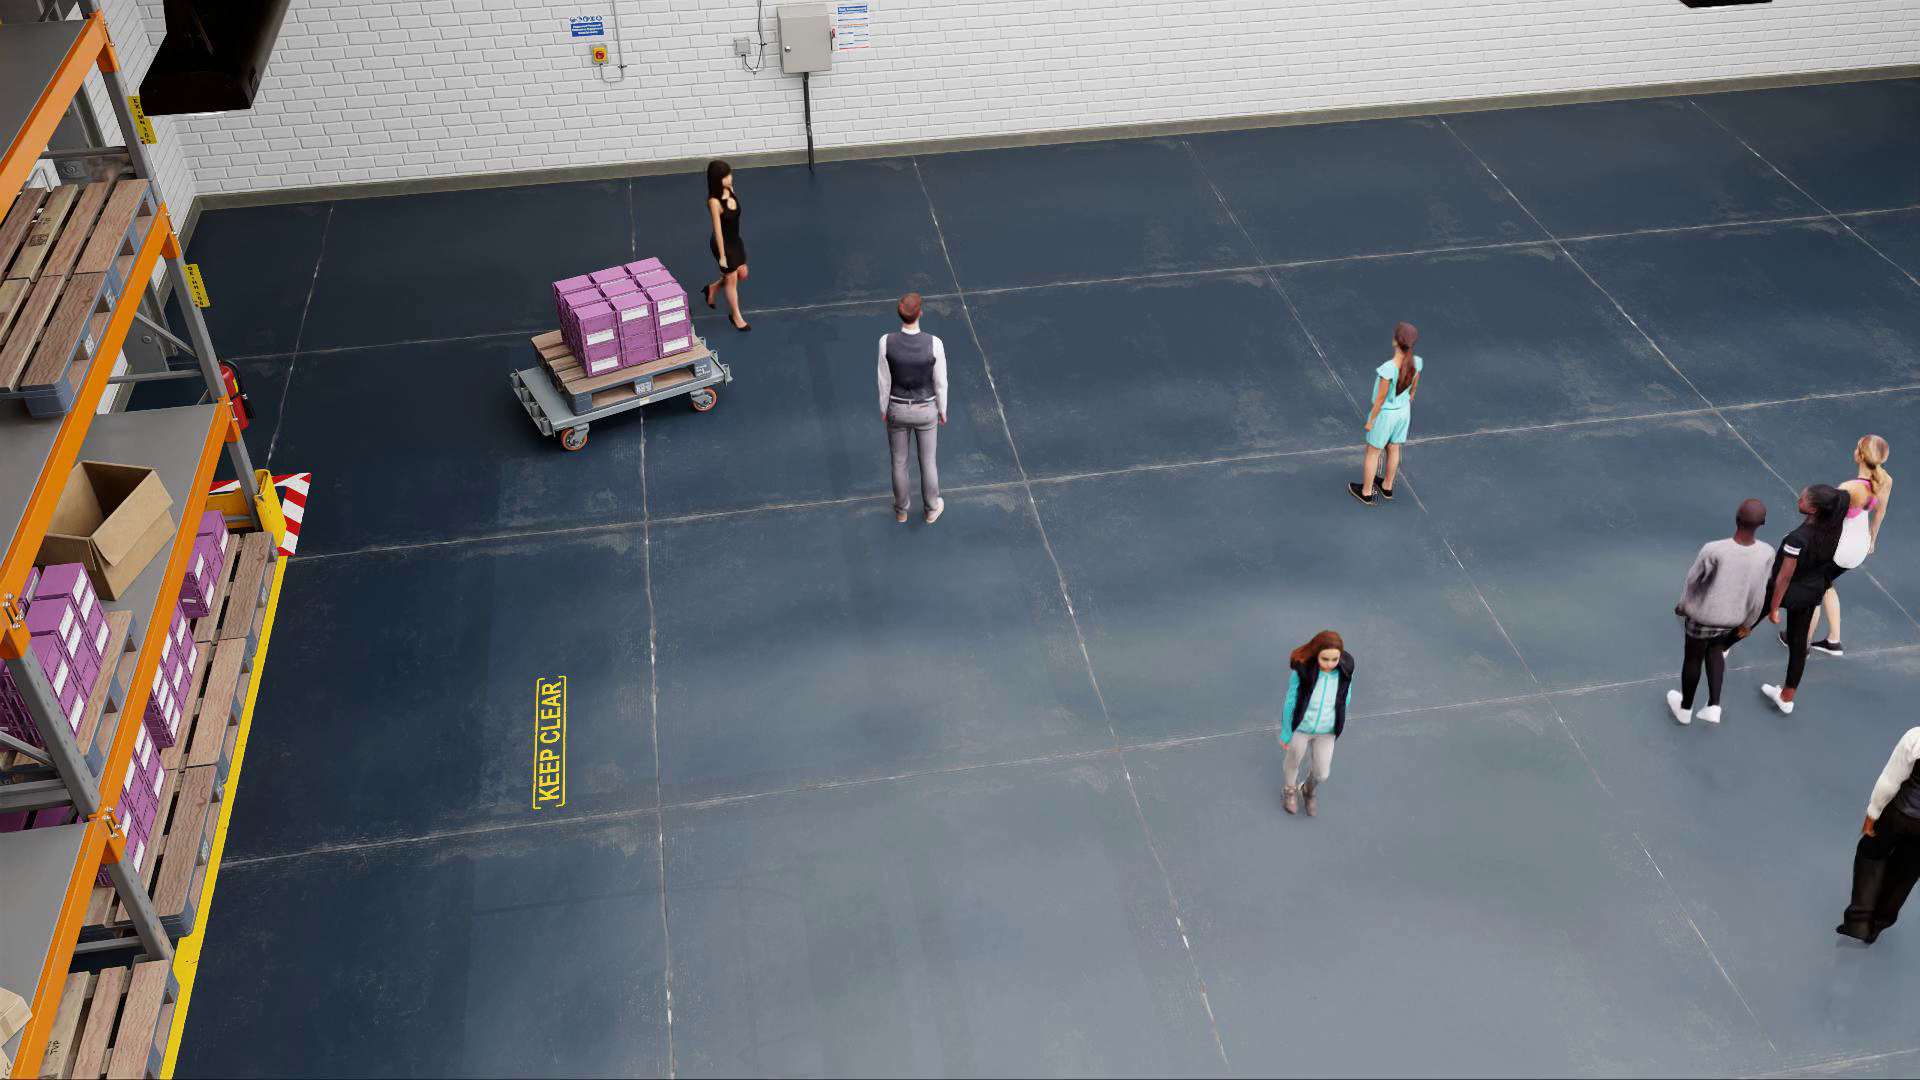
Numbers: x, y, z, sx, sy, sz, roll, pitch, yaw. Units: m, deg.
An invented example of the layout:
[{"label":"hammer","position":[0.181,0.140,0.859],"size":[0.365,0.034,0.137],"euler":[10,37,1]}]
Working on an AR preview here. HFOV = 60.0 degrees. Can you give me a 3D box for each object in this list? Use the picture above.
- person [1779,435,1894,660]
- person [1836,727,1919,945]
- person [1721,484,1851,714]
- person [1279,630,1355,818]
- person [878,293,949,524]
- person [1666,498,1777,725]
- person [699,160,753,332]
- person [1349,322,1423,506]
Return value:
[{"label":"person","position":[5.936,0.137,11.096],"size":[0.731,1.773,0.765],"euler":[-16,41,-19]},{"label":"person","position":[5.274,1.604,9.155],"size":[0.919,1.904,0.986],"euler":[18,42,21]},{"label":"person","position":[5.474,0.406,10.816],"size":[0.787,1.703,1.122],"euler":[-12,40,-14]},{"label":"person","position":[2.129,1.071,10.159],"size":[0.614,1.484,0.643],"euler":[0,39,0]},{"label":"person","position":[-0.356,-0.974,12.356],"size":[0.716,1.938,0.644],"euler":[3,39,3]},{"label":"person","position":[4.847,0.539,10.605],"size":[0.685,1.759,0.782],"euler":[2,39,2]},{"label":"person","position":[-2.114,-2.579,14.606],"size":[0.826,1.637,0.803],"euler":[14,41,17]},{"label":"person","position":[3.273,-0.961,12.643],"size":[0.611,1.559,0.620],"euler":[-16,41,-19]}]
